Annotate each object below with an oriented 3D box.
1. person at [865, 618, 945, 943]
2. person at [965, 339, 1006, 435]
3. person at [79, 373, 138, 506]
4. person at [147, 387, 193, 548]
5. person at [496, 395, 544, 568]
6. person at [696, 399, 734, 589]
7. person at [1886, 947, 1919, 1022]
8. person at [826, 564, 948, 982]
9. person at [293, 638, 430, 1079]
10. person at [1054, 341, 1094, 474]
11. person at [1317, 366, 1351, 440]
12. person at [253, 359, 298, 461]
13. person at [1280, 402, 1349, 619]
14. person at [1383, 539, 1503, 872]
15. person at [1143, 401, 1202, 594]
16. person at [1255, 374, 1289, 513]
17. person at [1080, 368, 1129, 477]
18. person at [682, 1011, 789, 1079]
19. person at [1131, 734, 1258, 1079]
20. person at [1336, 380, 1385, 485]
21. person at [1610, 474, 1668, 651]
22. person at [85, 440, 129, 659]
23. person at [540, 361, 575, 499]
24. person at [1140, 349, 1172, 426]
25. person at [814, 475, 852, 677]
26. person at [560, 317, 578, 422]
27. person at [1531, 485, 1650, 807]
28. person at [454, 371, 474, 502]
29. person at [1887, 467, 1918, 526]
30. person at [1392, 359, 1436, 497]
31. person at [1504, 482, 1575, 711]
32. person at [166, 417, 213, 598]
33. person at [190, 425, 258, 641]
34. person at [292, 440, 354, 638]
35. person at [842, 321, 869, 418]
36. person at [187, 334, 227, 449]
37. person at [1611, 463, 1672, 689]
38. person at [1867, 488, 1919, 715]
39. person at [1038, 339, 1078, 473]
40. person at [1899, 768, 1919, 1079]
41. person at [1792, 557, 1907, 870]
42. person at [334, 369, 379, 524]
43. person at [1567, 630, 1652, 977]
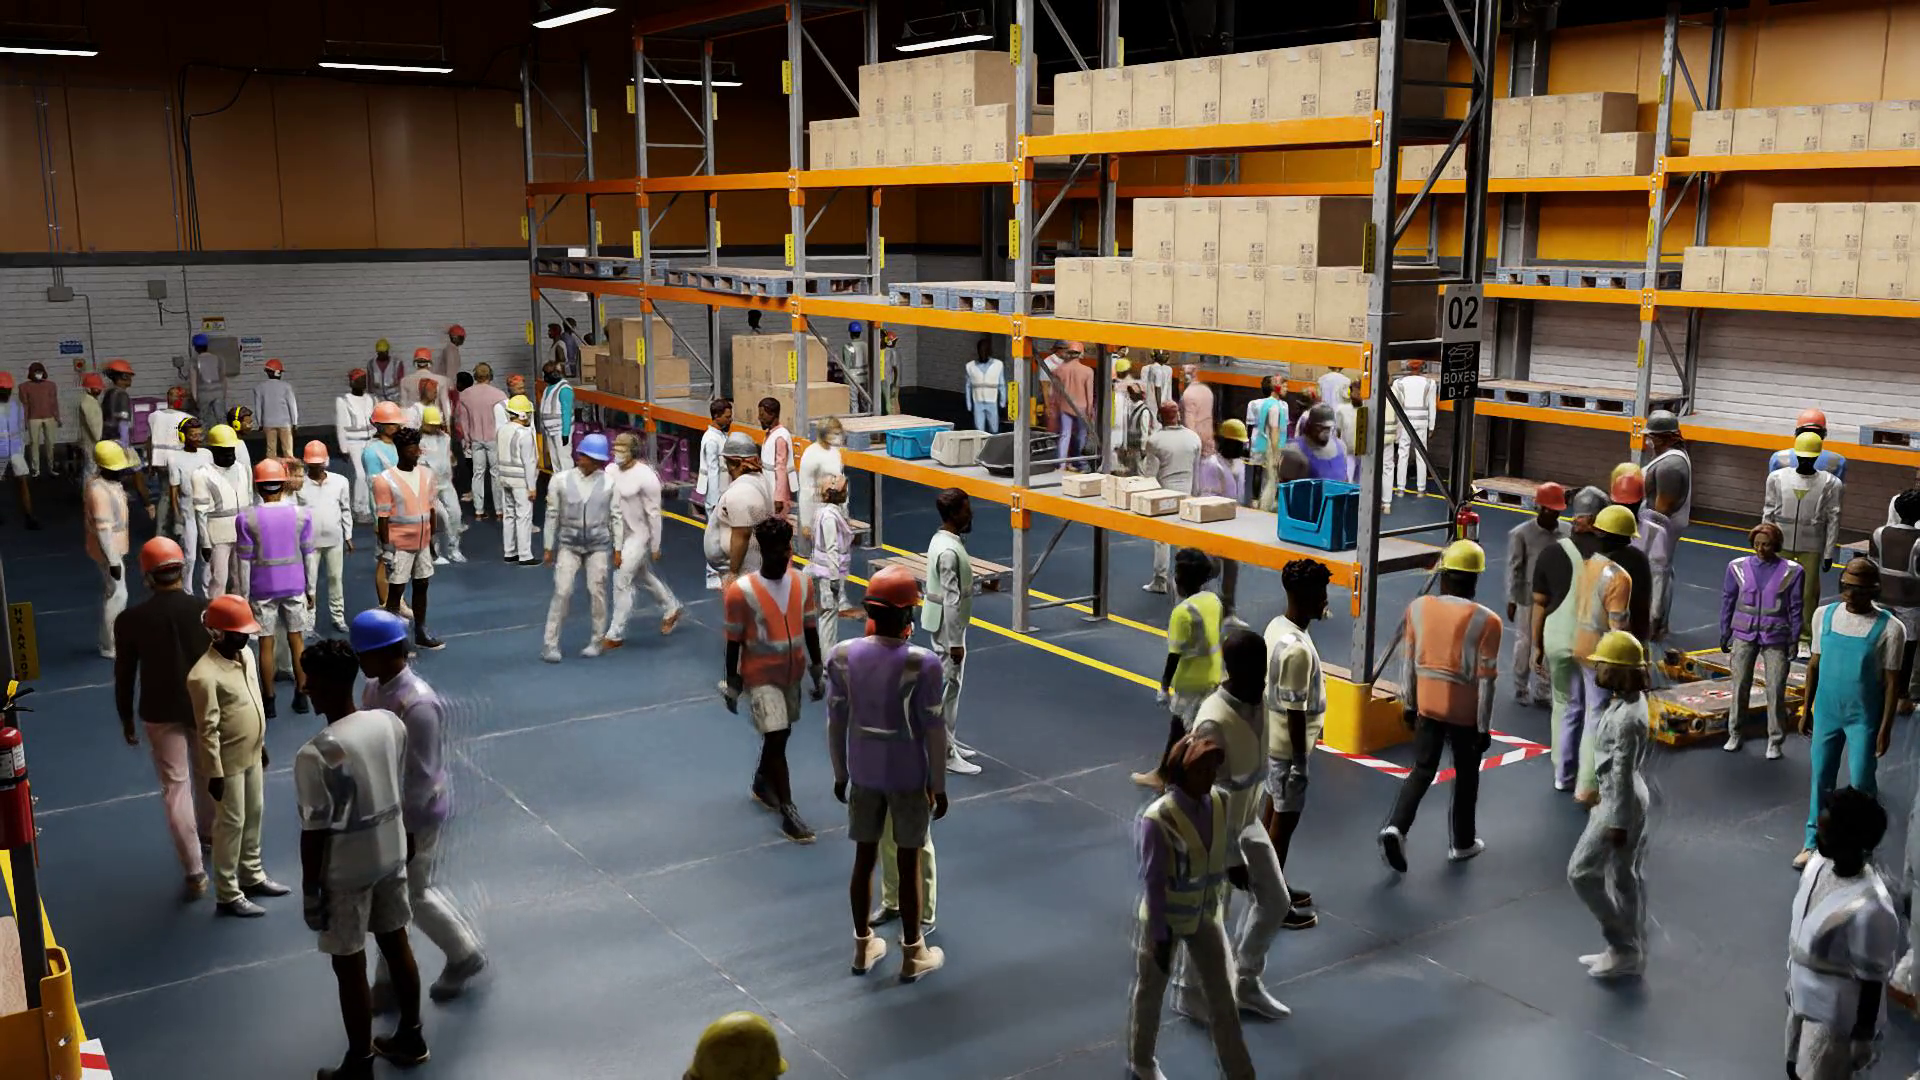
[{"bbox_3d":[-0.334,1.187,8.555,0.577,1.737,0.354,9,15,40],"label":"person"},{"bbox_3d":[0.379,-2.035,24.638,0.622,1.896,0.654,0,11,1],"label":"person"},{"bbox_3d":[-10.927,-1.280,21.226,0.748,1.714,0.576,-3,11,-15],"label":"person"},{"bbox_3d":[-8.809,-0.812,18.631,0.687,1.813,0.515,2,11,11],"label":"person"},{"bbox_3d":[-4.654,-0.619,17.592,0.591,1.824,0.404,11,15,43],"label":"person"},{"bbox_3d":[-2.414,-0.458,16.543,0.401,1.909,0.599,0,11,-1],"label":"person"},{"bbox_3d":[4.591,1.368,7.285,0.635,1.880,1.035,-8,14,-36],"label":"person"},{"bbox_3d":[-0.334,1.124,8.092,0.615,2.040,0.391,4,12,22],"label":"person"},{"bbox_3d":[-2.570,1.373,7.065,0.381,1.958,0.599,5,12,23],"label":"person"},{"bbox_3d":[1.608,-1.864,23.632,0.625,1.954,0.931,4,12,19],"label":"person"},{"bbox_3d":[5.111,-1.636,22.755,0.509,1.838,0.343,10,15,43],"label":"person"},{"bbox_3d":[-9.371,-1.611,22.851,0.561,1.745,0.339,0,11,-1],"label":"person"},{"bbox_3d":[3.281,-0.328,15.531,0.694,2.000,0.785,-6,13,-28],"label":"person"},{"bbox_3d":[2.728,0.944,9.399,0.588,1.900,0.809,11,15,43],"label":"person"},{"bbox_3d":[2.053,-0.422,16.371,0.636,1.903,0.405,-6,12,-27],"label":"person"},{"bbox_3d":[3.687,-1.040,19.687,0.383,1.844,0.574,1,11,5],"label":"person"},{"bbox_3d":[1.794,-1.185,20.345,1.028,1.883,0.542,8,14,35],"label":"person"},{"bbox_3d":[-0.580,2.029,4.271,0.490,1.732,0.320,8,14,37],"label":"person"},{"bbox_3d":[0.977,1.594,6.793,0.537,1.600,0.796,-7,13,-33],"label":"person"},{"bbox_3d":[4.613,-0.938,19.222,0.549,1.811,0.962,1,11,7],"label":"person"},{"bbox_3d":[4.717,0.472,11.835,0.552,1.891,0.952,5,12,23],"label":"person"},{"bbox_3d":[-7.088,0.072,13.924,0.407,1.871,0.775,-4,12,-21],"label":"person"},{"bbox_3d":[-5.216,-1.400,21.568,0.429,1.833,0.636,-8,14,-36],"label":"person"},{"bbox_3d":[2.984,-2.087,25.256,0.522,1.761,0.321,-3,12,-16],"label":"person"},{"bbox_3d":[-1.022,0.285,13.422,0.311,1.638,0.521,-1,11,-4],"label":"person"},{"bbox_3d":[-6.826,-2.922,29.067,0.352,1.937,0.635,-5,12,-24],"label":"person"},{"bbox_3d":[3.962,0.646,10.547,0.699,2.000,0.770,7,13,32],"label":"person"},{"bbox_3d":[-6.387,-1.340,21.591,0.319,1.697,0.532,-2,11,-9],"label":"person"},{"bbox_3d":[7.492,0.266,12.920,0.580,1.880,0.373,5,12,23],"label":"person"},{"bbox_3d":[5.975,-1.499,21.932,0.573,1.883,0.353,3,11,15],"label":"person"},{"bbox_3d":[4.369,0.422,12.497,0.591,1.736,0.469,-2,11,-8],"label":"person"},{"bbox_3d":[-7.071,-0.212,15.412,0.312,1.860,0.507,5,12,22],"label":"person"},{"bbox_3d":[-6.294,-0.038,14.336,0.367,1.928,0.584,6,12,27],"label":"person"},{"bbox_3d":[-5.632,-0.016,14.673,0.568,1.748,0.340,-7,13,-34],"label":"person"},{"bbox_3d":[-1.729,-2.660,27.748,0.622,1.944,0.422,-10,15,-40],"label":"person"},{"bbox_3d":[-11.583,-2.218,25.661,0.607,1.908,0.944,-9,14,-40],"label":"person"},{"bbox_3d":[4.887,0.382,12.269,0.605,1.898,0.643,3,12,16],"label":"person"},{"bbox_3d":[7.021,0.453,12.432,0.320,1.694,0.532,-6,13,-29],"label":"person"},{"bbox_3d":[1.483,-1.955,23.856,0.679,2.000,0.537,-10,15,-42],"label":"person"},{"bbox_3d":[4.030,1.470,6.717,0.400,1.894,0.657,-1,11,-5],"label":"person"},{"bbox_3d":[4.964,0.991,9.303,0.343,1.839,0.503,-8,14,-35],"label":"person"},{"bbox_3d":[-7.150,-1.117,19.997,0.484,1.873,0.587,7,13,32],"label":"person"},{"bbox_3d":[3.172,1.289,8.054,0.401,1.728,0.504,5,12,24],"label":"person"}]
